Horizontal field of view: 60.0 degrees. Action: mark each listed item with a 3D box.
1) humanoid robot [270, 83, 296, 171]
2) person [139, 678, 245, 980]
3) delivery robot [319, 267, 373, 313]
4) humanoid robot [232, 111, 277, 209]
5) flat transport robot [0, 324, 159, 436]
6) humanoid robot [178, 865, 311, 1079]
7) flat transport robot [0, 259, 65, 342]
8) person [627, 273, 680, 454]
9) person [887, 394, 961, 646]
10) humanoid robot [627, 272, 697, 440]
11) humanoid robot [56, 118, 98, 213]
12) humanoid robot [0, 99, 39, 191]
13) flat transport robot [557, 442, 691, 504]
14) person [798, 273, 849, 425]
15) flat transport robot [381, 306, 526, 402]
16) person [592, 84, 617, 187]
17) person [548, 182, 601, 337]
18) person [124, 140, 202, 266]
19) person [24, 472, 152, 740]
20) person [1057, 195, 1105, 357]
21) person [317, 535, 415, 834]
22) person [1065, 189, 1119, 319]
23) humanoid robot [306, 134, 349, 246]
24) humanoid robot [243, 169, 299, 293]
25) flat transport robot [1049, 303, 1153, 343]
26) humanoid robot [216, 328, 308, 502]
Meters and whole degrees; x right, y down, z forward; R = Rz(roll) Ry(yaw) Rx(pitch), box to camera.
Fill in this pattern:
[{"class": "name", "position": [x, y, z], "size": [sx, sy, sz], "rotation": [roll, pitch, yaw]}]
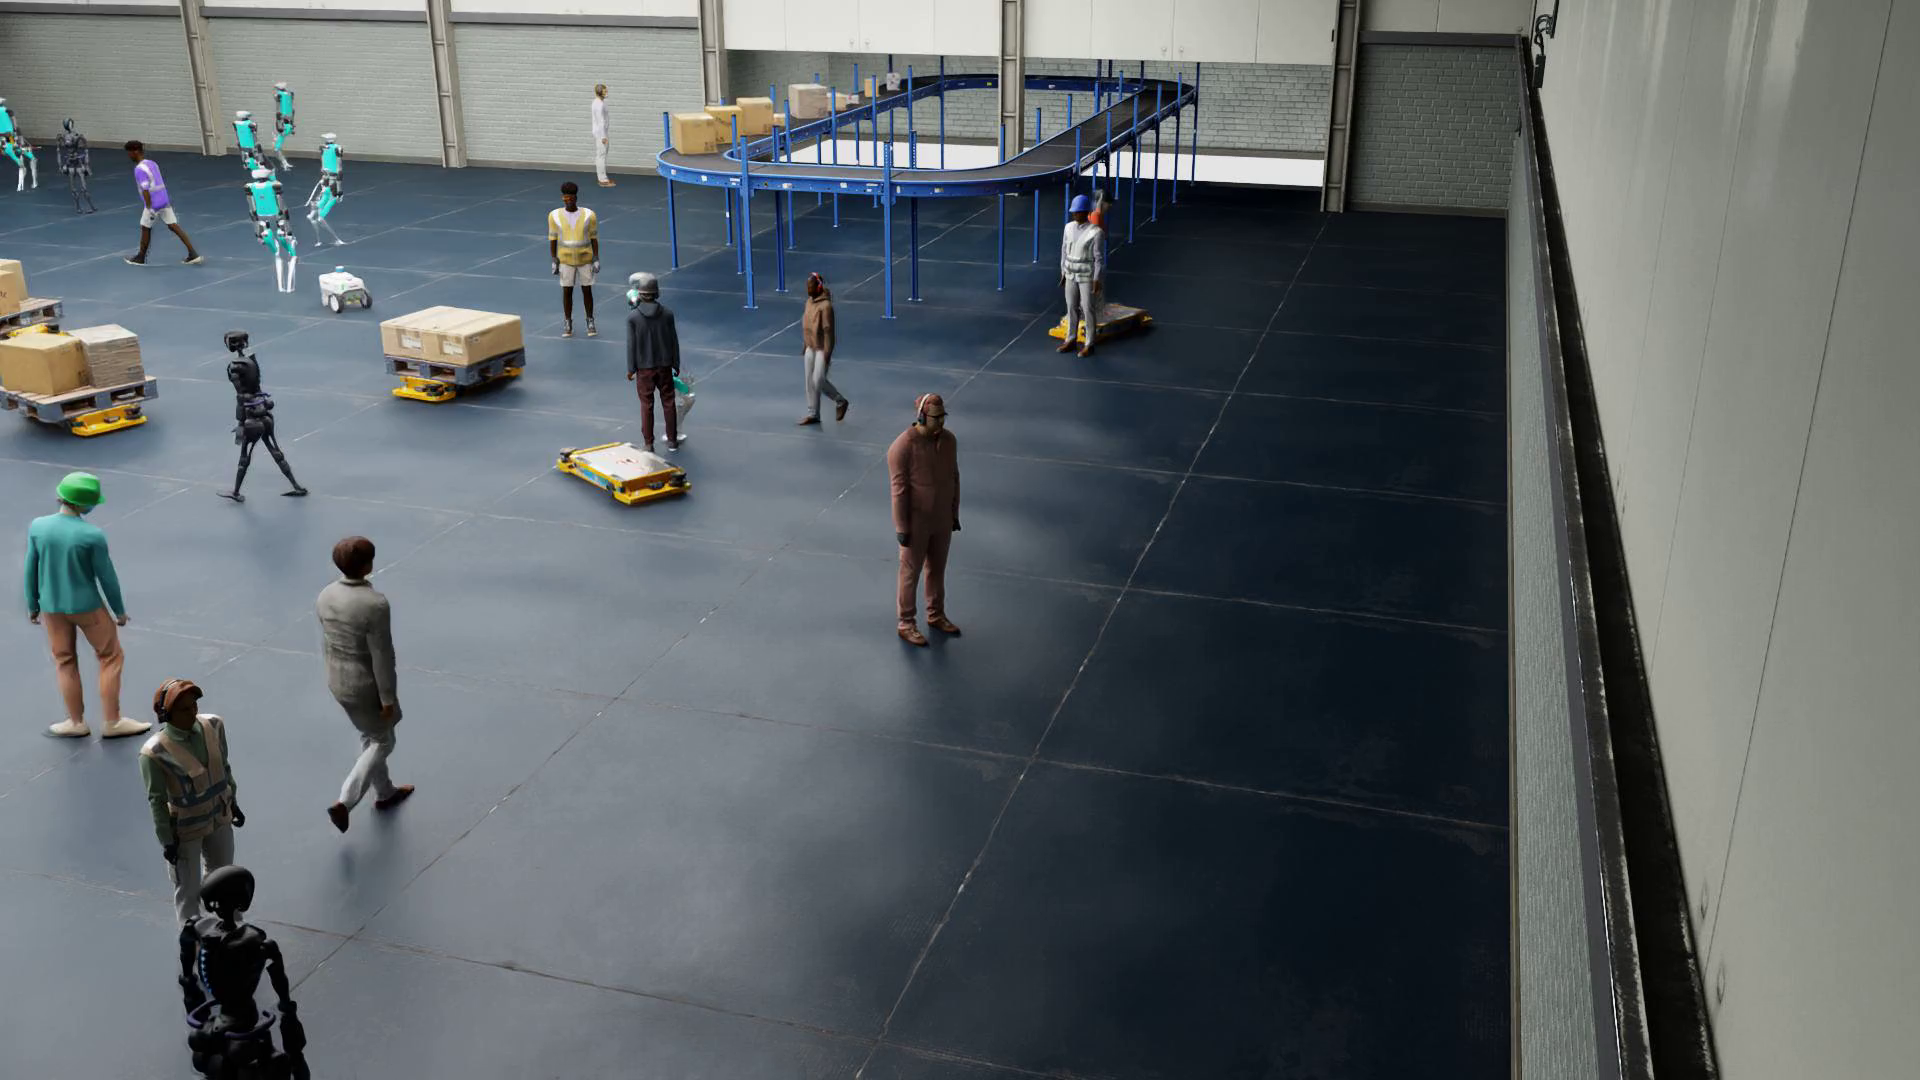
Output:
[{"class": "humanoid robot", "position": [-13.950, -8.439, 34.066], "size": [0.748, 1.807, 0.531], "rotation": [6, 22, 14]}, {"class": "person", "position": [-3.884, 1.458, 8.487], "size": [0.306, 1.640, 0.510], "rotation": [8, 23, 20]}, {"class": "delivery robot", "position": [-8.392, -3.403, 22.632], "size": [0.801, 0.612, 0.499], "rotation": [20, 29, 41]}, {"class": "humanoid robot", "position": [-12.496, -6.788, 29.697], "size": [0.535, 1.765, 0.675], "rotation": [11, 24, 26]}, {"class": "flat transport robot", "position": [-9.373, -1.380, 17.758], "size": [1.431, 0.231, 0.659], "rotation": [15, 26, 34]}, {"class": "humanoid robot", "position": [-2.990, 2.099, 6.796], "size": [0.610, 1.642, 0.601], "rotation": [8, 22, 19]}, {"class": "flat transport robot", "position": [-12.114, -2.619, 20.970], "size": [1.431, 0.231, 0.659], "rotation": [7, 22, 17]}, {"class": "person", "position": [-3.051, -1.750, 16.570], "size": [0.540, 1.812, 0.367], "rotation": [-9, 23, -21]}, {"class": "person", "position": [-0.230, -0.163, 12.344], "size": [0.645, 1.901, 0.403], "rotation": [-19, 28, -40]}, {"class": "humanoid robot", "position": [-2.943, -1.814, 16.907], "size": [0.791, 1.807, 0.530], "rotation": [1, 21, 4]}, {"class": "humanoid robot", "position": [-15.637, -6.613, 29.366], "size": [0.591, 1.645, 0.349], "rotation": [-1, 21, -2]}, {"class": "humanoid robot", "position": [-17.974, -7.558, 31.793], "size": [0.582, 1.787, 0.864], "rotation": [5, 22, 13]}, {"class": "flat transport robot", "position": [-3.221, -0.659, 15.888], "size": [0.659, 0.231, 1.431], "rotation": [-17, 27, -37]}, {"class": "person", "position": [-1.473, -1.998, 17.454], "size": [0.444, 1.642, 0.485], "rotation": [-15, 26, -34]}, {"class": "flat transport robot", "position": [-5.725, -1.864, 19.012], "size": [0.659, 0.231, 1.431], "rotation": [10, 23, 25]}, {"class": "person", "position": [-6.921, -7.826, 32.157], "size": [0.355, 1.937, 0.634], "rotation": [-6, 22, -14]}, {"class": "person", "position": [-4.861, -3.545, 21.018], "size": [0.611, 1.961, 0.362], "rotation": [-5, 22, -12]}, {"class": "person", "position": [-12.138, -5.070, 25.088], "size": [1.099, 1.892, 0.619], "rotation": [1, 21, 2]}, {"class": "person", "position": [-5.804, 0.446, 10.867], "size": [0.683, 1.828, 0.354], "rotation": [-2, 21, -4]}, {"class": "person", "position": [1.460, -3.198, 20.142], "size": [0.610, 1.947, 0.386], "rotation": [18, 28, 39]}, {"class": "person", "position": [-3.553, 0.873, 9.783], "size": [0.516, 1.805, 0.705], "rotation": [9, 23, 22]}, {"class": "person", "position": [1.688, -3.491, 20.991], "size": [0.612, 1.890, 0.512], "rotation": [5, 22, 12]}, {"class": "humanoid robot", "position": [-10.185, -5.527, 26.511], "size": [0.530, 1.795, 0.794], "rotation": [16, 26, 35]}, {"class": "humanoid robot", "position": [-9.621, -4.335, 23.440], "size": [0.547, 1.828, 0.681], "rotation": [0, 21, 0]}, {"class": "flat transport robot", "position": [1.832, -2.799, 21.438], "size": [0.659, 0.231, 1.431], "rotation": [16, 26, 36]}, {"class": "humanoid robot", "position": [-6.512, -1.149, 15.256], "size": [0.774, 1.623, 0.601], "rotation": [-1, 21, -3]}]
